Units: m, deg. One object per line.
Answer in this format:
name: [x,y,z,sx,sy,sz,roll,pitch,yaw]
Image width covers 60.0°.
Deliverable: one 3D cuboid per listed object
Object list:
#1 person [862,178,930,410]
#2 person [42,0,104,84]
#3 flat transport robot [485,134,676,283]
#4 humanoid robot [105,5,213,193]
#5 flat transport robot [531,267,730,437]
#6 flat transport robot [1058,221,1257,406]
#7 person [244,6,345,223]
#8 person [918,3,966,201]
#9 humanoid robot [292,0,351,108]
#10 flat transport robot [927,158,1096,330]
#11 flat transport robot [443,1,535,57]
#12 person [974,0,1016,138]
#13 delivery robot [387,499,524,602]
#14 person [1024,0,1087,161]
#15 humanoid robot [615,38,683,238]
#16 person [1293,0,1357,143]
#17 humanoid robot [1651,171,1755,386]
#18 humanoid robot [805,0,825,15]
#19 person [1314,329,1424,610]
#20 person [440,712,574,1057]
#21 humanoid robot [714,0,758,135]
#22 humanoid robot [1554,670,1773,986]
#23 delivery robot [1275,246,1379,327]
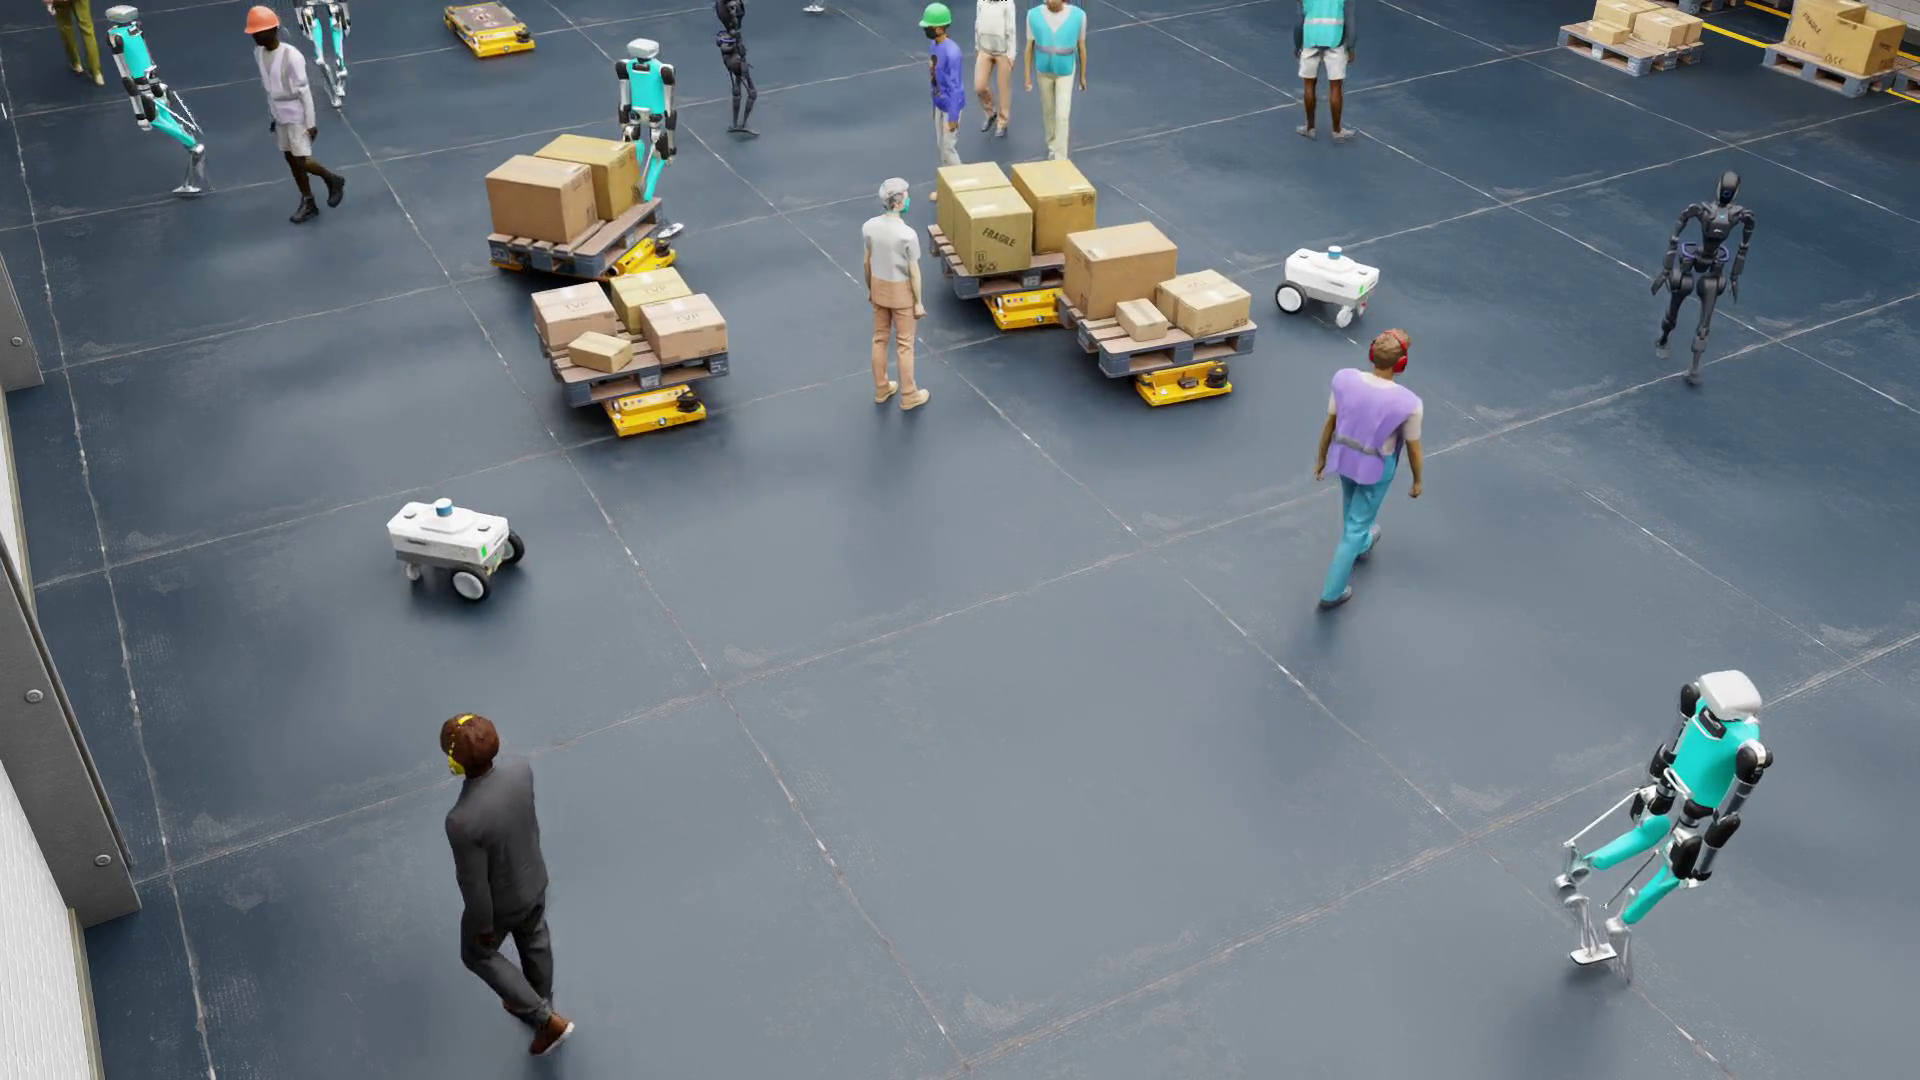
person: [-0.473,-1.762,11.945,0.473,1.745,0.323,20,40,26]
person: [-9.509,-5.832,17.709,0.529,1.802,0.888,-18,39,-24]
flat transport robot: [-3.227,-2.450,14.214,1.431,0.231,0.659,11,37,15]
humanoid robot: [-7.124,-3.868,15.064,0.725,1.902,0.547,1,35,1]
flat transport robot: [-2.440,-1.246,12.494,0.659,0.231,1.431,-15,38,-20]
flat transport robot: [1.486,-1.484,12.834,0.659,0.231,1.431,-11,37,-16]
person: [-5.862,-3.737,14.604,0.557,1.925,0.485,18,39,24]
person: [-0.157,-3.866,14.871,0.427,1.854,0.467,-16,38,-21]
humanoid robot: [-6.456,-5.205,16.905,0.530,1.741,1.016,-11,36,-15]
flat transport robot: [0.445,-2.176,13.823,0.659,0.231,1.431,-9,36,-13]
flat transport robot: [-5.432,-5.886,19.119,0.659,0.231,1.431,-18,39,-24]
person: [0.353,-4.751,16.291,0.486,1.660,0.402,14,37,19]
delivery robot: [-3.163,0.016,10.451,0.776,0.604,0.525,9,36,13]
person: [0.865,-4.310,15.533,0.569,1.795,0.935,8,36,12]
humanoid robot: [-2.735,-3.269,14.104,0.530,1.759,0.848,11,36,15]
person: [3.585,-4.843,16.215,0.694,1.894,0.472,6,36,9]
humanoid robot: [5.499,-1.981,12.353,0.610,1.619,0.785,7,36,10]
humanoid robot: [-1.647,-6.936,19.409,0.700,1.881,0.542,9,36,13]
person: [2.522,-0.467,10.041,0.598,1.799,0.915,28,44,34]
person: [-1.953,1.502,7.183,0.469,1.864,0.493,17,38,22]
humanoid robot: [-2.210,-4.810,16.354,0.345,1.656,0.584,-11,36,-15]
humanoid robot: [3.042,1.382,7.501,0.769,1.826,0.532,-7,36,-10]
delivery robot: [2.957,-2.081,13.454,0.784,0.613,0.520,22,41,28]
